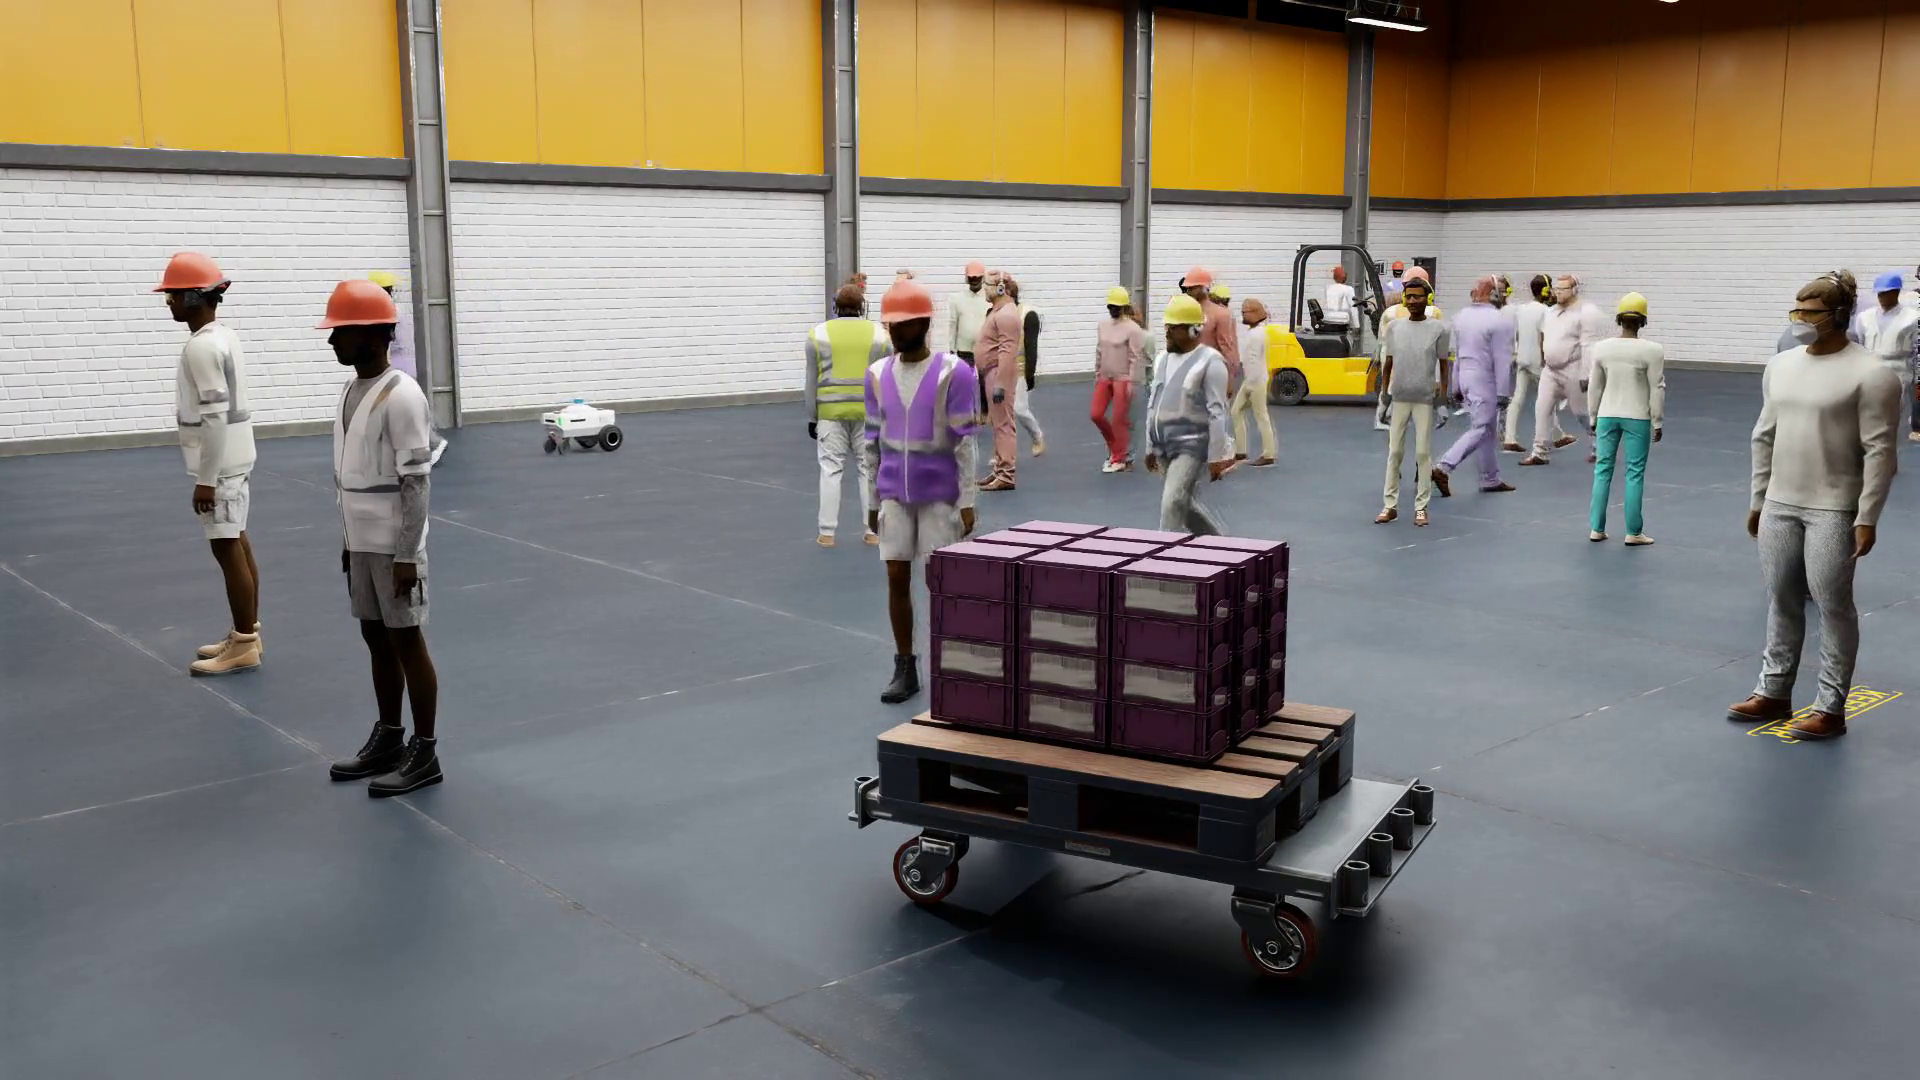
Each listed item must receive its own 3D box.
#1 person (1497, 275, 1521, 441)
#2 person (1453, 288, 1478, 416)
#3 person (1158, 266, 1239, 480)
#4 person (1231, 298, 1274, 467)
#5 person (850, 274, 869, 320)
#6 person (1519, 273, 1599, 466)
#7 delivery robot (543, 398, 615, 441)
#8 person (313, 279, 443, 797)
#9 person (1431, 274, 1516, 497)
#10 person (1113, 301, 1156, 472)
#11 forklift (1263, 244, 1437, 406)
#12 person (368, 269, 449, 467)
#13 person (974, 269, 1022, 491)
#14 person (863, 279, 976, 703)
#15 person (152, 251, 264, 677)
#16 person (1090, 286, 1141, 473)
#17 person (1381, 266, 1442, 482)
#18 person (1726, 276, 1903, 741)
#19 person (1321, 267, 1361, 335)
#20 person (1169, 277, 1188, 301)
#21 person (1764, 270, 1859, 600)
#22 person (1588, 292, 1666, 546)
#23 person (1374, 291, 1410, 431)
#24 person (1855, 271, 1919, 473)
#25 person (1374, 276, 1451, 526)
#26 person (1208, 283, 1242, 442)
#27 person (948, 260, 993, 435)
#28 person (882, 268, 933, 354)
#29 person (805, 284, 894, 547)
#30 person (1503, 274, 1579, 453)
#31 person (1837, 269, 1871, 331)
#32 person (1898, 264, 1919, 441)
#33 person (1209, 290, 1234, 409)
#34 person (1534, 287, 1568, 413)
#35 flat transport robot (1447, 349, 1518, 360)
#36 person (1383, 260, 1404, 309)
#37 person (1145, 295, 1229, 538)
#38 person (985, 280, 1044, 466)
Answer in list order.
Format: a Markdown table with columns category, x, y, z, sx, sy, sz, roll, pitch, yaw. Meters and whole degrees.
| category | x | y | z | sx | sy | sz | roll | pitch | yaw |
| --- | --- | --- | --- | --- | --- | --- | --- | --- | --- |
| person | 5.800 | -1.931 | 17.875 | 0.535 | 1.836 | 0.934 | 9 | 13 | 42 |
| person | 6.476 | -2.332 | 20.820 | 0.566 | 1.619 | 0.529 | -5 | 11 | -25 |
| person | 2.223 | -1.523 | 15.202 | 1.029 | 1.946 | 0.600 | -6 | 11 | -32 |
| person | 2.753 | -1.504 | 15.966 | 0.641 | 1.607 | 0.521 | 1 | 10 | 6 |
| person | -1.334 | -2.557 | 21.660 | 0.995 | 1.783 | 0.582 | -8 | 13 | -40 |
| person | 5.928 | -1.647 | 16.116 | 0.961 | 1.867 | 0.650 | -5 | 11 | -27 |
| delivery robot | -3.934 | -1.226 | 17.186 | 0.477 | 0.478 | 0.707 | 9 | 14 | 44 |
| person | -2.199 | -0.006 | 6.277 | 0.545 | 1.938 | 0.362 | 9 | 13 | 44 |
| person | 4.368 | -1.300 | 14.052 | 0.887 | 1.879 | 0.654 | -3 | 10 | -16 |
| person | 1.620 | -1.473 | 15.855 | 0.501 | 1.608 | 0.751 | 3 | 10 | 19 |
| forklift | 5.256 | -2.933 | 22.661 | 2.313 | 2.155 | 1.214 | 3 | 10 | 16 |
| person | -5.375 | -1.620 | 15.829 | 0.855 | 1.902 | 0.586 | -3 | 10 | -19 |
| person | 0.324 | -1.385 | 14.428 | 0.410 | 1.913 | 0.643 | -1 | 10 | -4 |
| person | -0.173 | -0.229 | 7.629 | 0.563 | 1.920 | 0.543 | 4 | 10 | 21 |
| person | -3.622 | -0.361 | 8.044 | 0.397 | 2.043 | 0.609 | -3 | 10 | -15 |
| person | 1.437 | -1.484 | 15.467 | 0.378 | 1.741 | 0.548 | -10 | 14 | -44 |
| person | 4.057 | -1.482 | 14.939 | 0.543 | 1.931 | 0.371 | 5 | 11 | 29 |
| person | 3.598 | -0.132 | 7.011 | 0.352 | 1.937 | 0.635 | -4 | 11 | -23 |
| person | 6.099 | -3.422 | 26.563 | 0.950 | 1.841 | 0.599 | -8 | 12 | -38 |
| person | 3.605 | -3.386 | 26.794 | 0.534 | 1.691 | 0.318 | 4 | 10 | 21 |
| person | 5.053 | -0.614 | 9.837 | 0.351 | 1.936 | 0.634 | -1 | 10 | -8 |
| person | 4.679 | -0.845 | 11.686 | 0.310 | 1.769 | 0.533 | -10 | 14 | -44 |
| person | 5.121 | -2.070 | 19.317 | 0.727 | 1.609 | 0.517 | -4 | 11 | -24 |
| person | 8.364 | -1.478 | 15.057 | 1.040 | 1.886 | 0.610 | -7 | 12 | -35 |
| person | 3.409 | -1.036 | 12.502 | 0.521 | 1.873 | 0.334 | 5 | 11 | 28 |
| person | 2.698 | -1.871 | 17.779 | 0.769 | 1.740 | 0.526 | -6 | 11 | -32 |
| person | 0.168 | -2.193 | 18.962 | 0.620 | 1.976 | 0.591 | 0 | 10 | 2 |
| person | -0.618 | -1.993 | 18.039 | 0.675 | 1.891 | 0.427 | 7 | 12 | 34 |
| person | -0.770 | -0.863 | 11.623 | 0.627 | 1.833 | 0.434 | -2 | 10 | -9 |
| person | 5.994 | -1.809 | 17.150 | 0.932 | 1.823 | 0.557 | -4 | 11 | -24 |
| person | 8.821 | -1.775 | 16.794 | 0.637 | 1.886 | 1.019 | -2 | 10 | -11 |
| person | 10.707 | -2.143 | 18.489 | 0.716 | 2.000 | 1.011 | 1 | 10 | 9 |
| person | 3.374 | -2.542 | 22.012 | 0.508 | 1.632 | 0.270 | 4 | 10 | 20 |
| person | 7.595 | -2.429 | 21.375 | 0.397 | 1.630 | 0.517 | -6 | 11 | -30 |
| flat transport robot | 9.990 | -3.576 | 32.048 | 1.431 | 0.197 | 0.652 | 0 | 10 | -1 |
| person | 8.061 | -4.185 | 30.739 | 0.546 | 1.939 | 0.375 | 0 | 10 | -2 |
| person | 1.387 | -0.582 | 10.063 | 0.852 | 1.801 | 0.601 | -6 | 11 | -31 |
| person | 0.521 | -1.623 | 16.106 | 0.643 | 1.817 | 0.609 | 8 | 12 | 37 |
